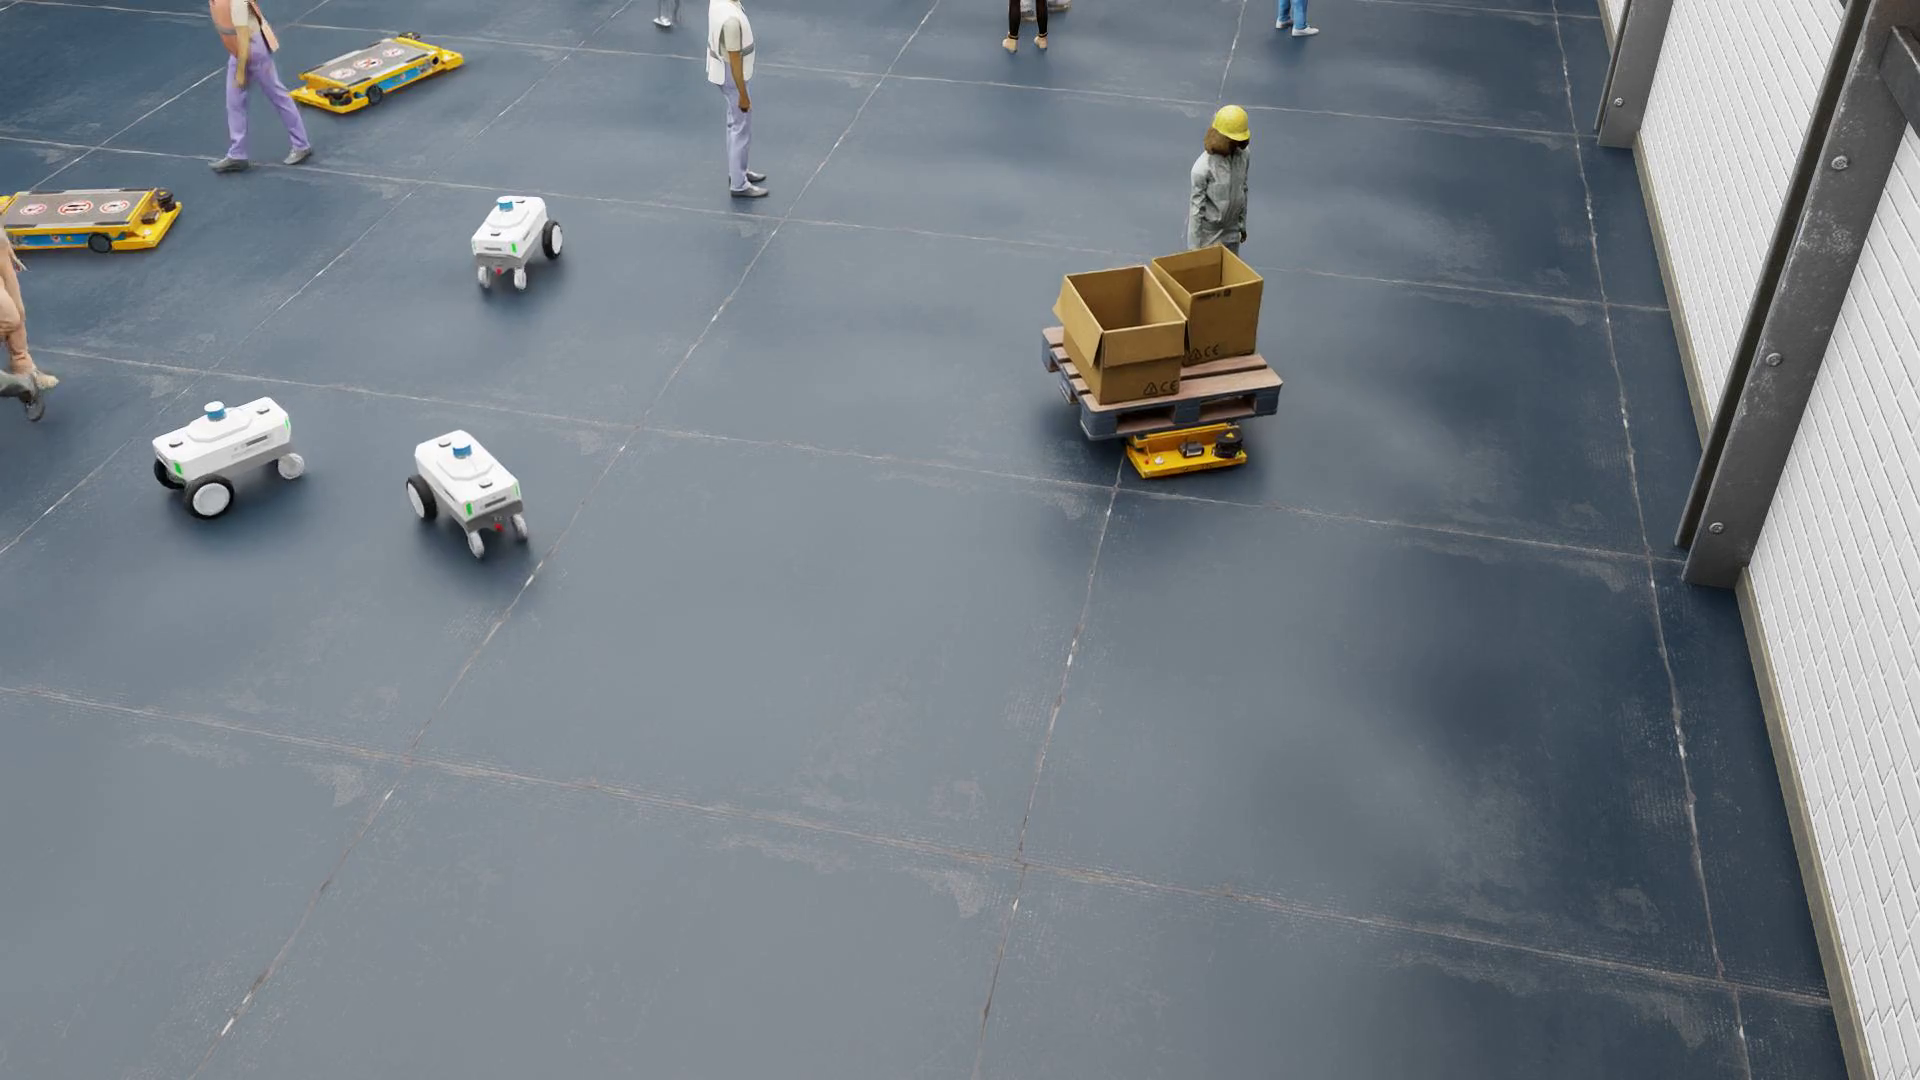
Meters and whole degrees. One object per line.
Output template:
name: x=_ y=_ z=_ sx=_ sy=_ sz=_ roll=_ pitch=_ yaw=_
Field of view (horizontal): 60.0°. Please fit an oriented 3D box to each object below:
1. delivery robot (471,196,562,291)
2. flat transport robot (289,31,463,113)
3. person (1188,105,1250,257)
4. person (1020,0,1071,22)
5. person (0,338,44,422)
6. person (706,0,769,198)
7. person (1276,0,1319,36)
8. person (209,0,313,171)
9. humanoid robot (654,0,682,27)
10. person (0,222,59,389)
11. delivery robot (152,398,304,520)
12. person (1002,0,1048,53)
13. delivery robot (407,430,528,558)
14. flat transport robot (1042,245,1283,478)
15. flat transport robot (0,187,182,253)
delivery robot: x=-3.198 y=-2.164 z=11.892 sx=0.499 sy=0.614 sz=0.812 roll=4 pitch=37 yaw=5
flat transport robot: x=-5.184 y=-4.162 z=14.788 sx=0.659 sy=0.231 sz=1.431 roll=20 pitch=41 yaw=25
person: x=1.653 y=-1.950 z=10.608 sx=0.488 sy=1.730 sz=0.321 roll=-27 pitch=45 yaw=-32
person: x=0.848 y=-5.849 z=15.722 sx=0.770 sy=1.849 sz=0.593 roll=-13 pitch=39 yaw=-17
person: x=-5.844 y=-1.261 z=9.608 sx=0.592 sy=1.817 sz=0.677 roll=0 pitch=37 yaw=1
person: x=-1.705 y=-3.476 z=12.567 sx=0.402 sy=1.831 sz=0.570 roll=-8 pitch=38 yaw=-11
person: x=3.196 y=-5.588 z=15.482 sx=0.376 sy=1.724 sz=0.486 roll=-17 pitch=40 yaw=-21
person: x=-5.615 y=-3.725 z=12.917 sx=0.876 sy=1.793 sz=0.600 roll=-31 pitch=46 yaw=-34
humanoid robot: x=-2.822 y=-5.610 z=15.561 sx=0.543 sy=1.843 sz=0.779 roll=-28 pitch=45 yaw=-32
person: x=-6.032 y=-1.701 z=10.276 sx=0.422 sy=1.724 sz=0.507 roll=2 pitch=37 yaw=2
delivery robot: x=-4.282 y=-0.513 z=9.674 sx=0.794 sy=0.603 sz=0.499 roll=-29 pitch=46 yaw=-33
person: x=0.611 y=-5.294 z=15.117 sx=0.532 sy=1.691 sz=0.322 roll=-8 pitch=37 yaw=-10
delivery robot: x=-2.778 y=-0.303 z=9.400 sx=0.499 sy=0.612 sz=0.814 roll=-26 pitch=44 yaw=-30
flat transport robot: x=1.210 y=-0.877 z=10.392 sx=0.659 sy=0.231 sz=1.431 roll=-9 pitch=38 yaw=-12
flat transport robot: x=-6.644 y=-2.371 z=12.392 sx=1.431 sy=0.231 sz=0.659 roll=-3 pitch=37 yaw=-3
